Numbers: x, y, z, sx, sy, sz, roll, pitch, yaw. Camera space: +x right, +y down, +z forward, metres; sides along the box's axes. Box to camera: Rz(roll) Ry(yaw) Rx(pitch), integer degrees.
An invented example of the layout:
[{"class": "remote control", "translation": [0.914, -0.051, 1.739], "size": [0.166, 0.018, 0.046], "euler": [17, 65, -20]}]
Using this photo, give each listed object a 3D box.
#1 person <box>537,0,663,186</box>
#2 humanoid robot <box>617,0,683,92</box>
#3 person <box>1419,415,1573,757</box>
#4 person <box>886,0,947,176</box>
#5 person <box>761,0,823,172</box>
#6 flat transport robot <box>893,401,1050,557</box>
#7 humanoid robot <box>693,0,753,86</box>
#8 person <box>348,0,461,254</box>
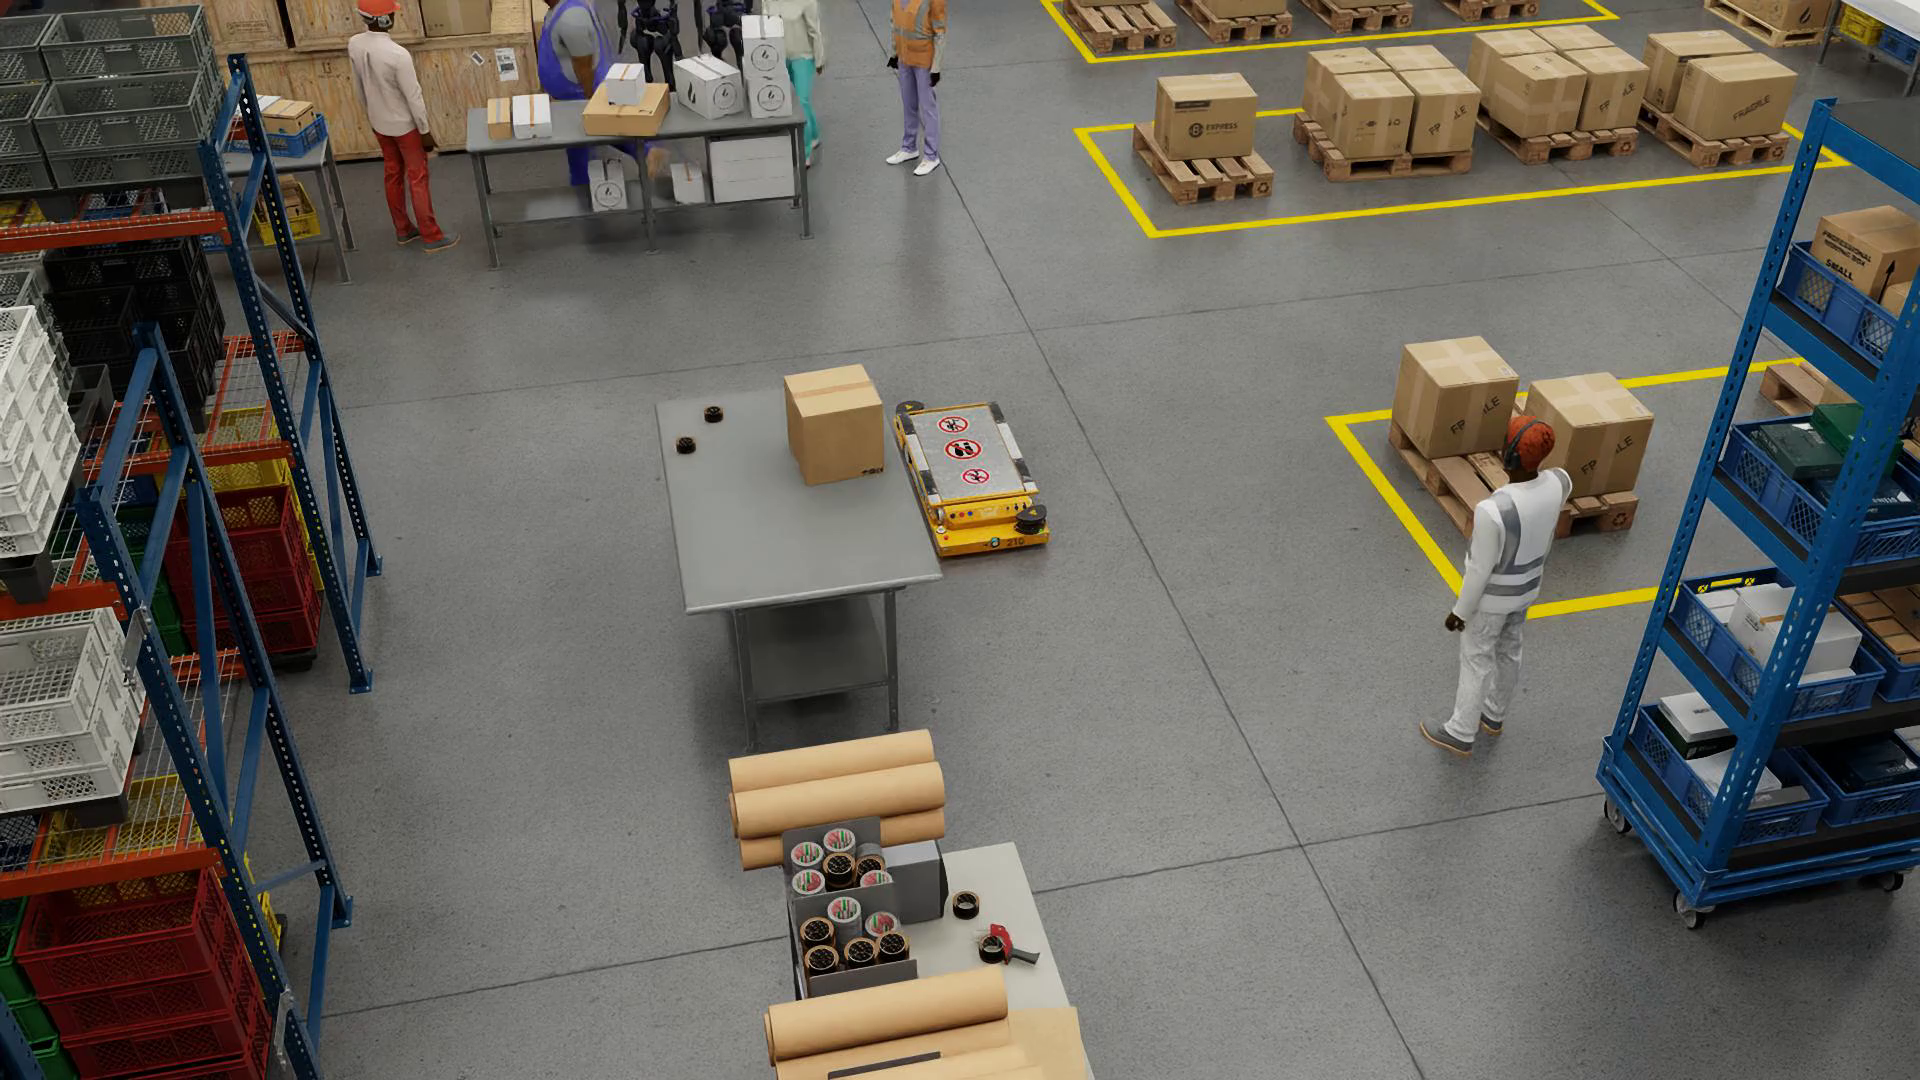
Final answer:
[{"class": "person", "translation": [-2.844, -3.605, 12.917], "size": [0.837, 2.000, 0.695], "euler": [-6, 37, -9]}, {"class": "humanoid robot", "translation": [-2.640, -4.323, 14.180], "size": [0.582, 1.650, 0.330], "euler": [13, 39, 17]}, {"class": "person", "translation": [2.542, 0.237, 7.883], "size": [0.574, 1.882, 0.361], "euler": [-22, 42, -27]}, {"class": "person", "translation": [-0.358, -3.906, 13.414], "size": [0.370, 1.928, 0.584], "euler": [-29, 46, -33]}, {"class": "person", "translation": [-1.415, -3.913, 13.591], "size": [0.515, 1.727, 0.801], "euler": [20, 41, 25]}, {"class": "flat transport robot", "translation": [0.046, -0.430, 10.108], "size": [0.652, 0.197, 1.431], "euler": [-8, 37, -10]}, {"class": "humanoid robot", "translation": [-2.021, -4.479, 14.419], "size": [0.578, 1.631, 0.673], "euler": [-12, 38, -15]}, {"class": "person", "translation": [-4.125, -3.073, 12.239], "size": [0.621, 1.993, 0.379], "euler": [20, 41, 24]}]
